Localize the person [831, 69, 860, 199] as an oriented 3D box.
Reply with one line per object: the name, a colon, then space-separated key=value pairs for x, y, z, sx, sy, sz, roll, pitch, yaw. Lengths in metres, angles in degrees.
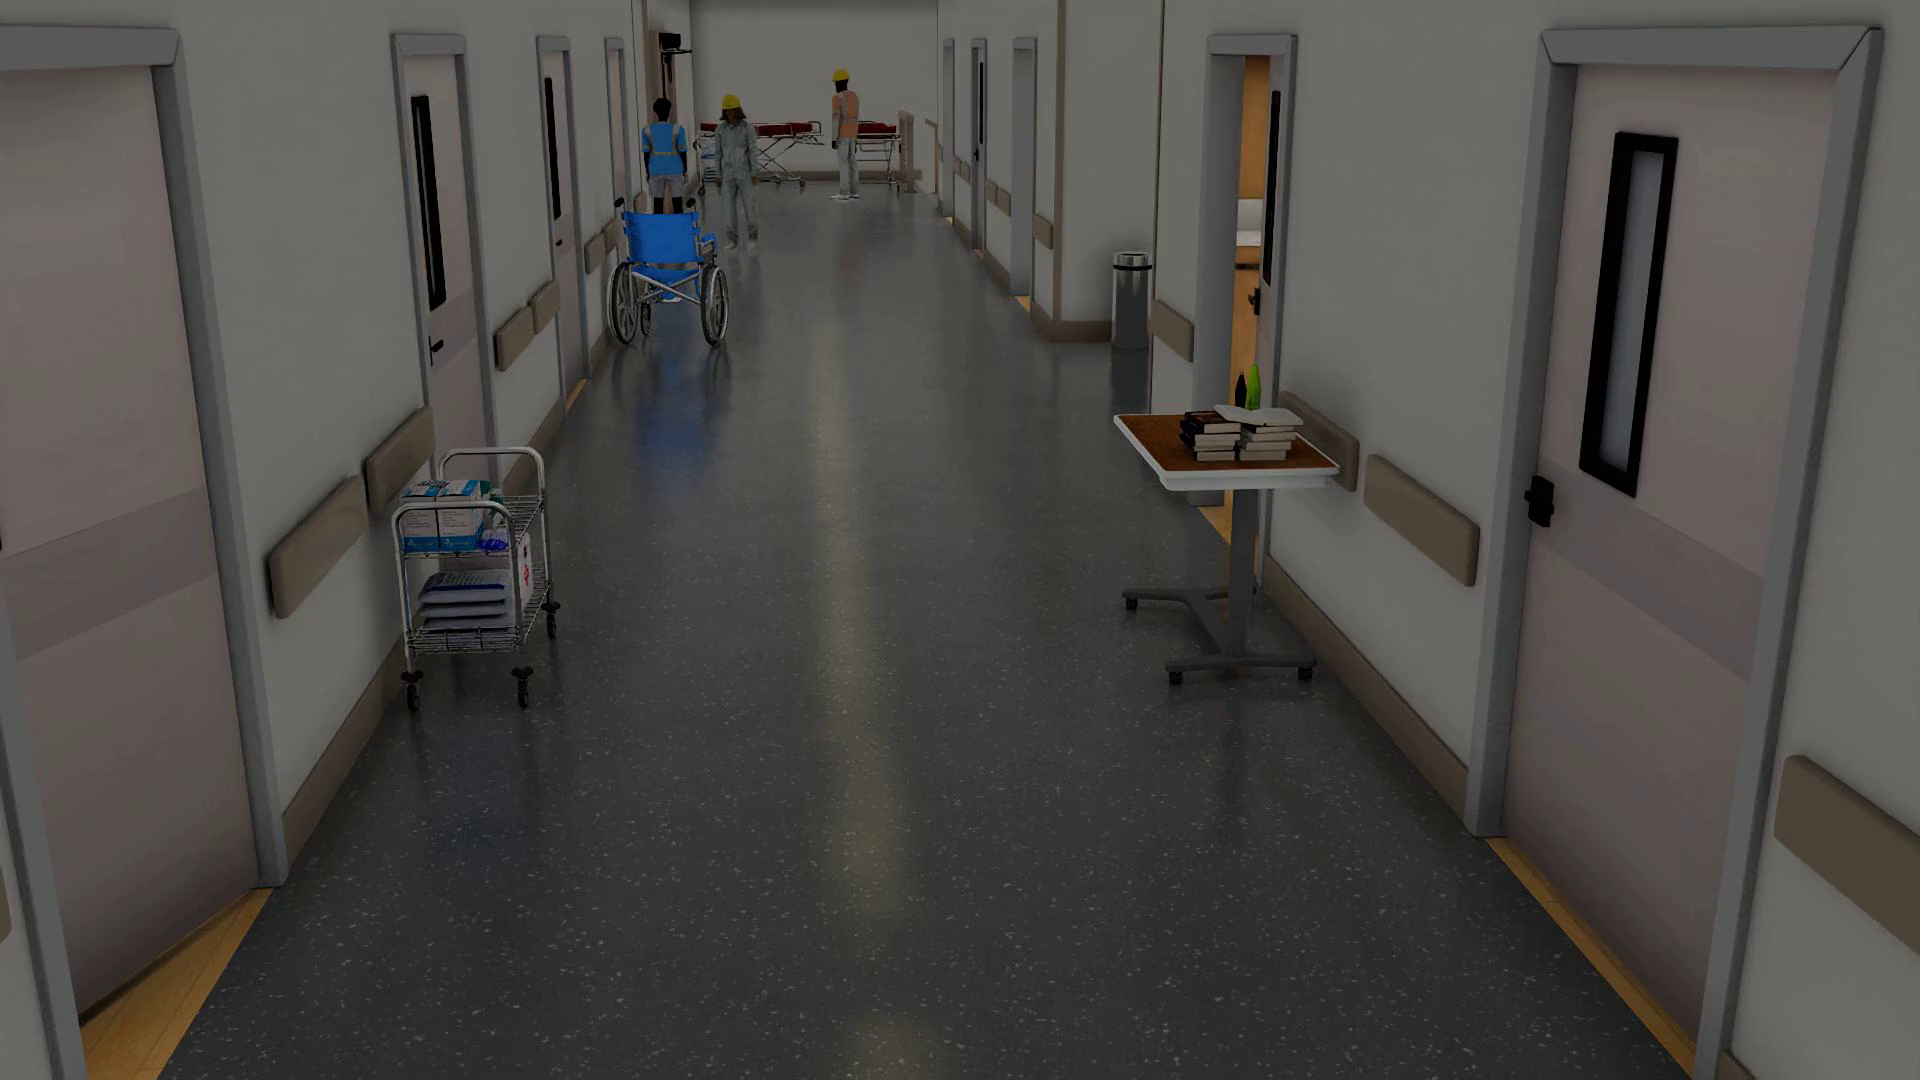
person: x=-1.748 y=-6.111 z=25.088 sx=0.398 sy=1.920 sz=0.586 roll=10 pitch=20 yaw=31

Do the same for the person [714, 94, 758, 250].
person: x=-2.535 y=-4.163 z=18.879 sx=0.514 sy=1.737 sz=0.354 roll=3 pitch=17 yaw=9

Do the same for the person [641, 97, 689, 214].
person: x=-3.386 y=-4.227 z=19.173 sx=0.531 sy=1.693 sz=0.320 roll=0 pitch=17 yaw=0
